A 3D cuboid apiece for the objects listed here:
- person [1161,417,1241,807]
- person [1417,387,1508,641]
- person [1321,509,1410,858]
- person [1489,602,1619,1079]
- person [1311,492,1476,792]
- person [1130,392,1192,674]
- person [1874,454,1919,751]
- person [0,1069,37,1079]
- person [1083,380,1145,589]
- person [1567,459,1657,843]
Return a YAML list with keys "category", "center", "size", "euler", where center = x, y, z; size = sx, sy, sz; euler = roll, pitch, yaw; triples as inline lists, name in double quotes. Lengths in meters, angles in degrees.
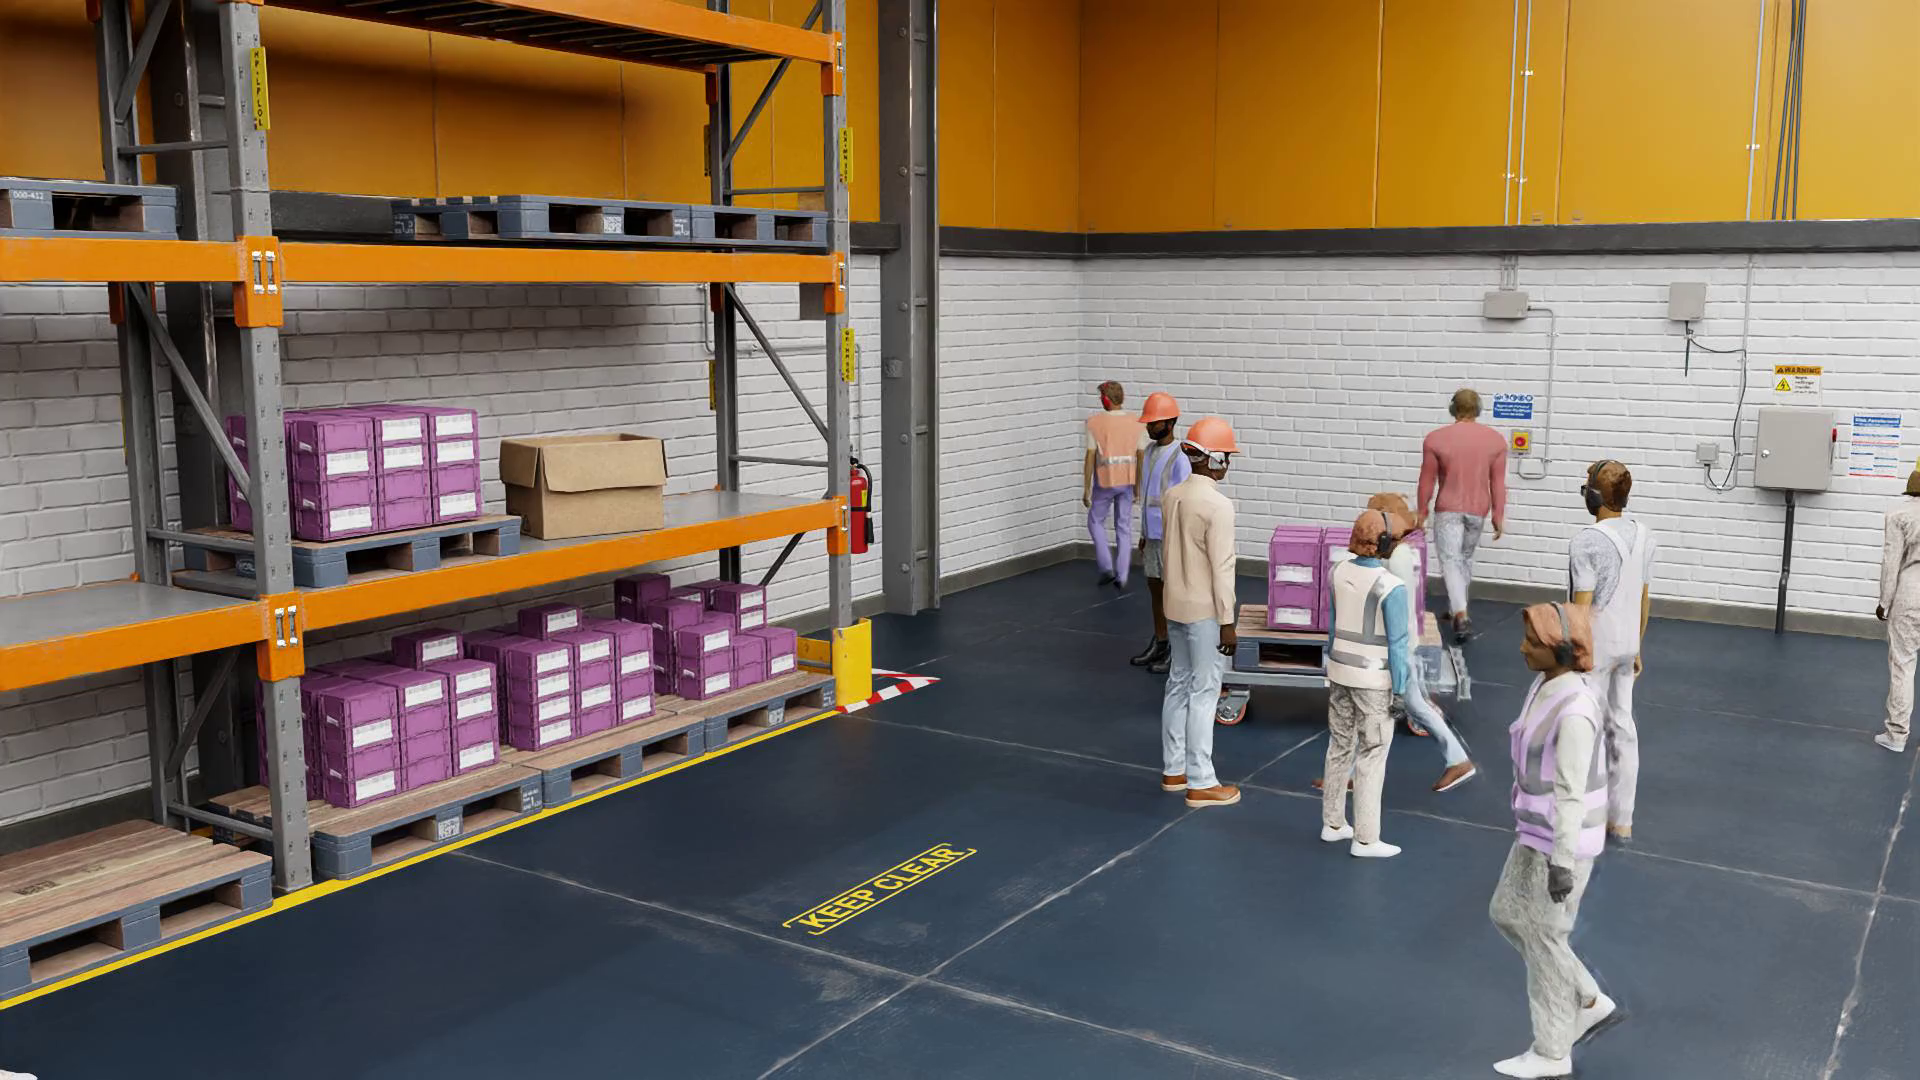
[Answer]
- category: "person"
  center: [1.247, 0.363, 8.545]
  size: [0.407, 1.986, 0.613]
  euler: [-3, 9, -21]
- category: "person"
  center: [3.801, -0.204, 12.562]
  size: [0.638, 1.898, 0.986]
  euler: [0, 9, 1]
- category: "person"
  center: [1.882, 0.665, 7.729]
  size: [0.315, 1.631, 0.523]
  euler: [-4, 10, -26]
- category: "person"
  center: [1.968, 1.003, 5.527]
  size: [0.377, 1.623, 0.541]
  euler: [1, 9, 9]
- category: "person"
  center: [2.309, 0.542, 8.658]
  size: [0.813, 1.595, 0.526]
  euler: [2, 9, 11]
- category: "person"
  center: [1.378, -0.049, 11.402]
  size: [0.390, 1.928, 0.545]
  euler: [-4, 10, -23]
- category: "person"
  center: [5.483, 0.340, 9.469]
  size: [0.492, 1.742, 0.320]
  euler: [2, 9, 11]
- category: "person"
  center: [-3.165, 0.991, 5.240]
  size: [0.294, 1.744, 0.486]
  euler: [-2, 9, -15]
- category: "person"
  center: [1.335, -0.471, 14.460]
  size: [0.604, 1.826, 0.448]
  euler: [-3, 9, -18]
- category: "person"
  center: [3.024, 0.539, 7.845]
  size: [0.518, 1.844, 0.329]
  euler: [-5, 10, -28]
